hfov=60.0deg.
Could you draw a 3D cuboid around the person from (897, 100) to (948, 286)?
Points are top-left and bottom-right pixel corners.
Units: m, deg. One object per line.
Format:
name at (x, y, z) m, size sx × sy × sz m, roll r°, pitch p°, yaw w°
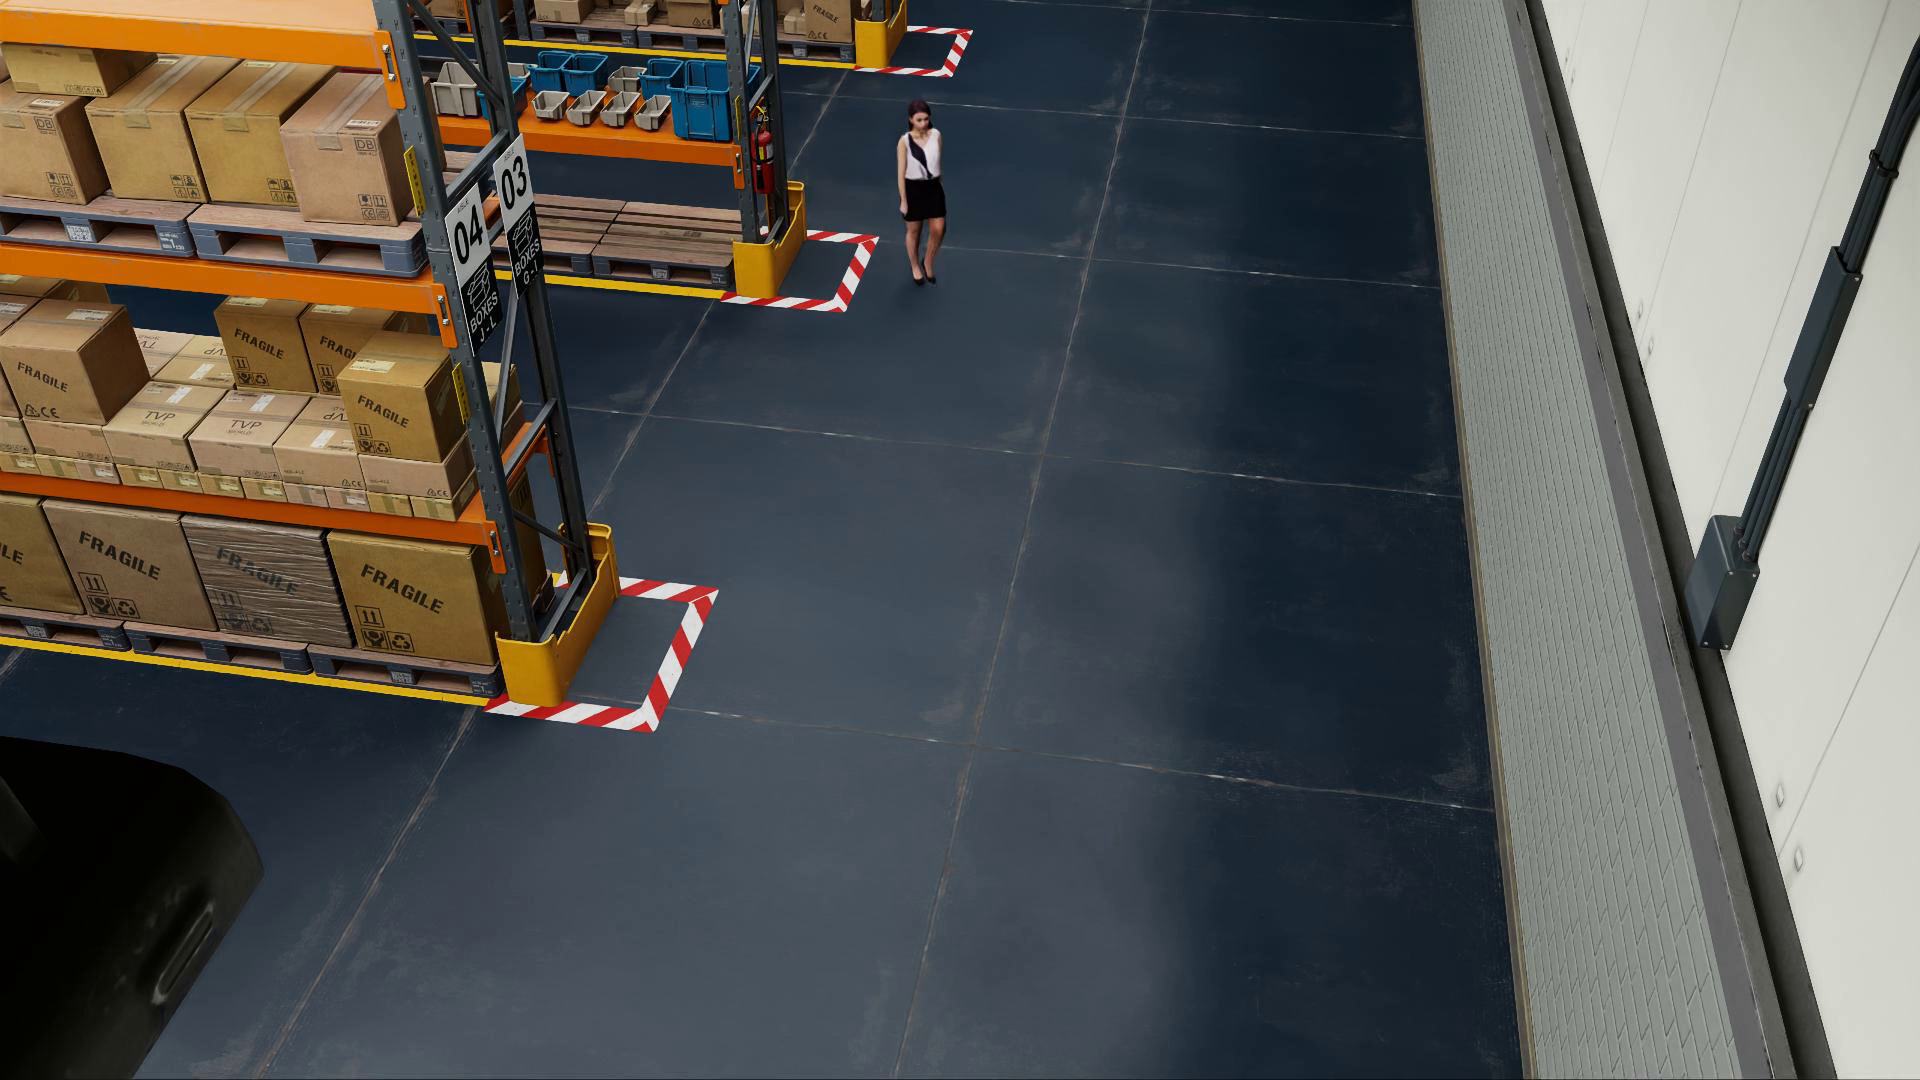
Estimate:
person at (-0.352, -2.841, 13.578) m, size 0.708 × 1.635 × 0.773 m, roll -17°, pitch 41°, yaw -20°
